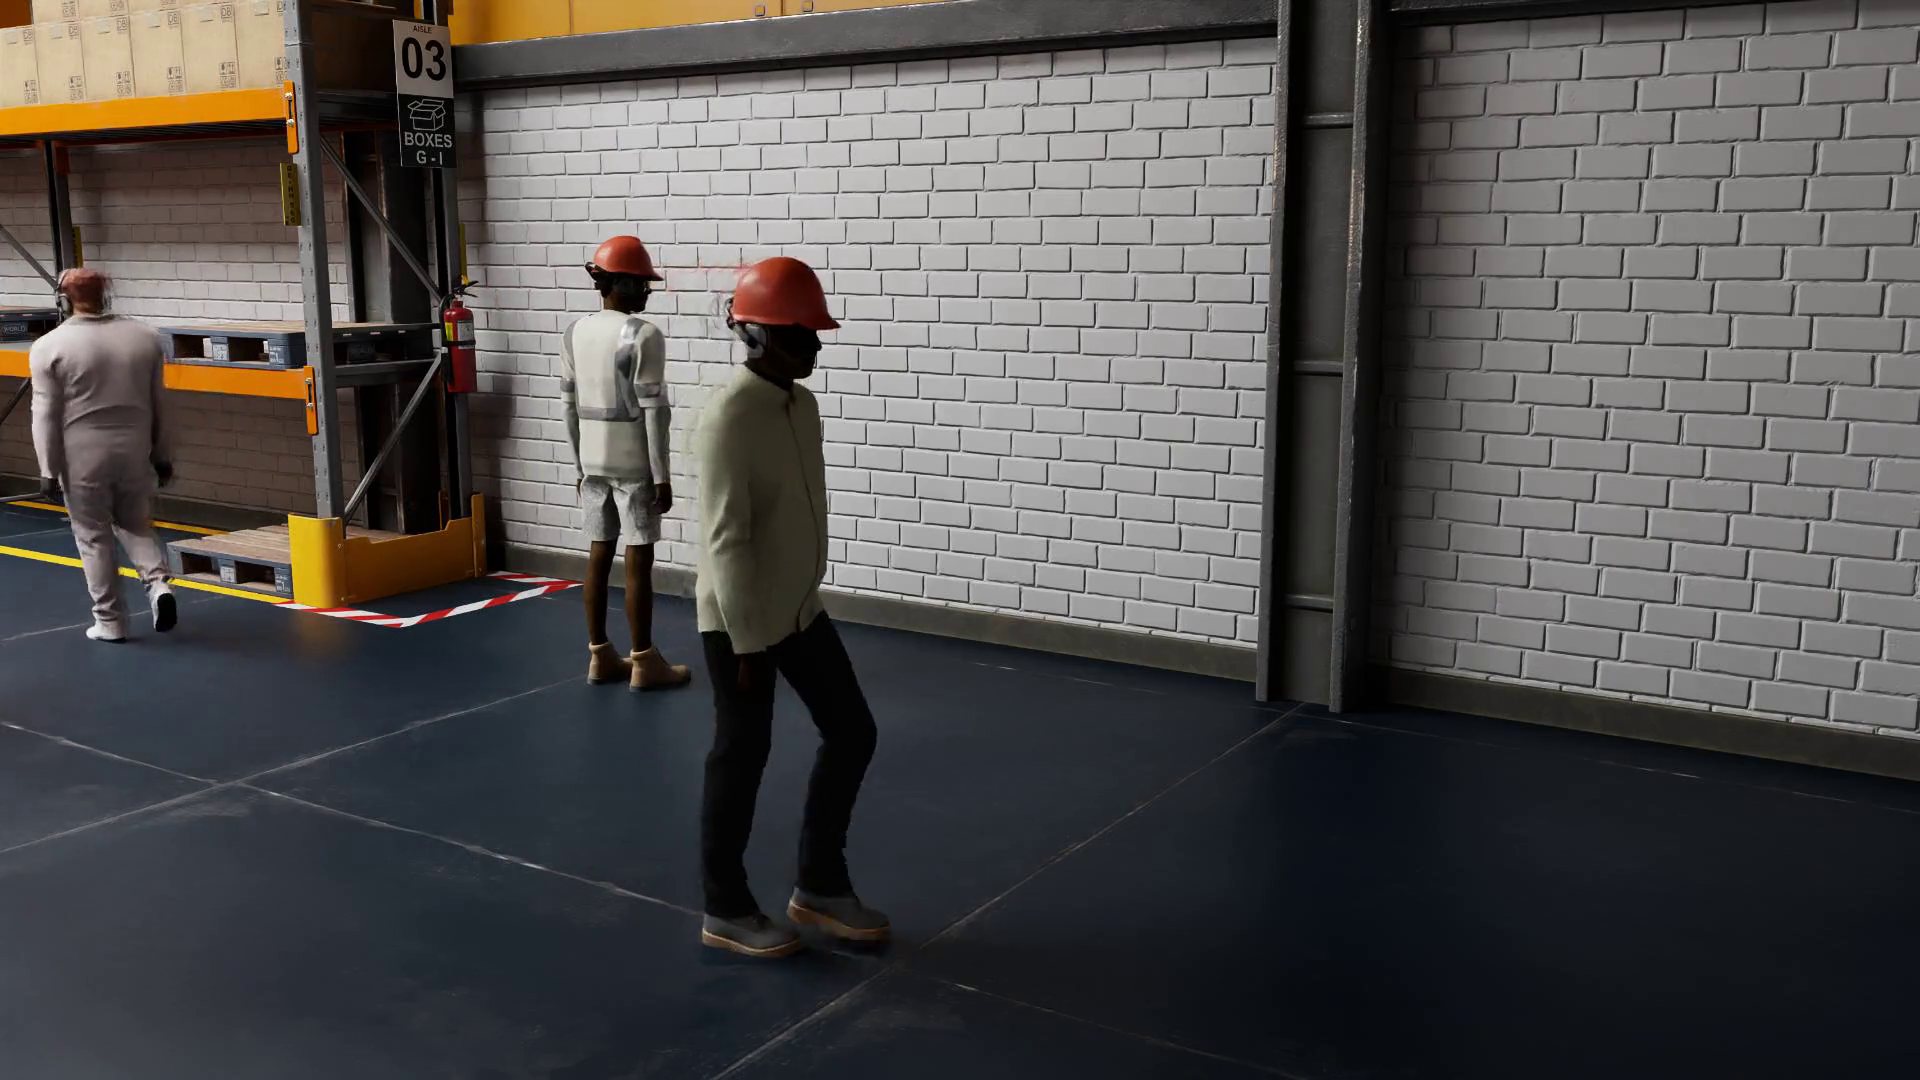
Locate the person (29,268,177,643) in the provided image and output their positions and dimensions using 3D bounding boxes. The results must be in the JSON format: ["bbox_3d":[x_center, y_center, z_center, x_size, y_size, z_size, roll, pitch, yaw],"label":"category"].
[{"bbox_3d":[-4.257,-0.404,8.288,0.481,1.885,0.661,8,13,37],"label":"person"}]

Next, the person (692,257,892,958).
[{"bbox_3d":[-0.457,0.220,4.586,0.674,1.969,0.662,4,11,21],"label":"person"}]

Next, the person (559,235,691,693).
[{"bbox_3d":[-1.515,-0.338,7.504,0.609,2.040,0.395,7,12,34],"label":"person"}]
